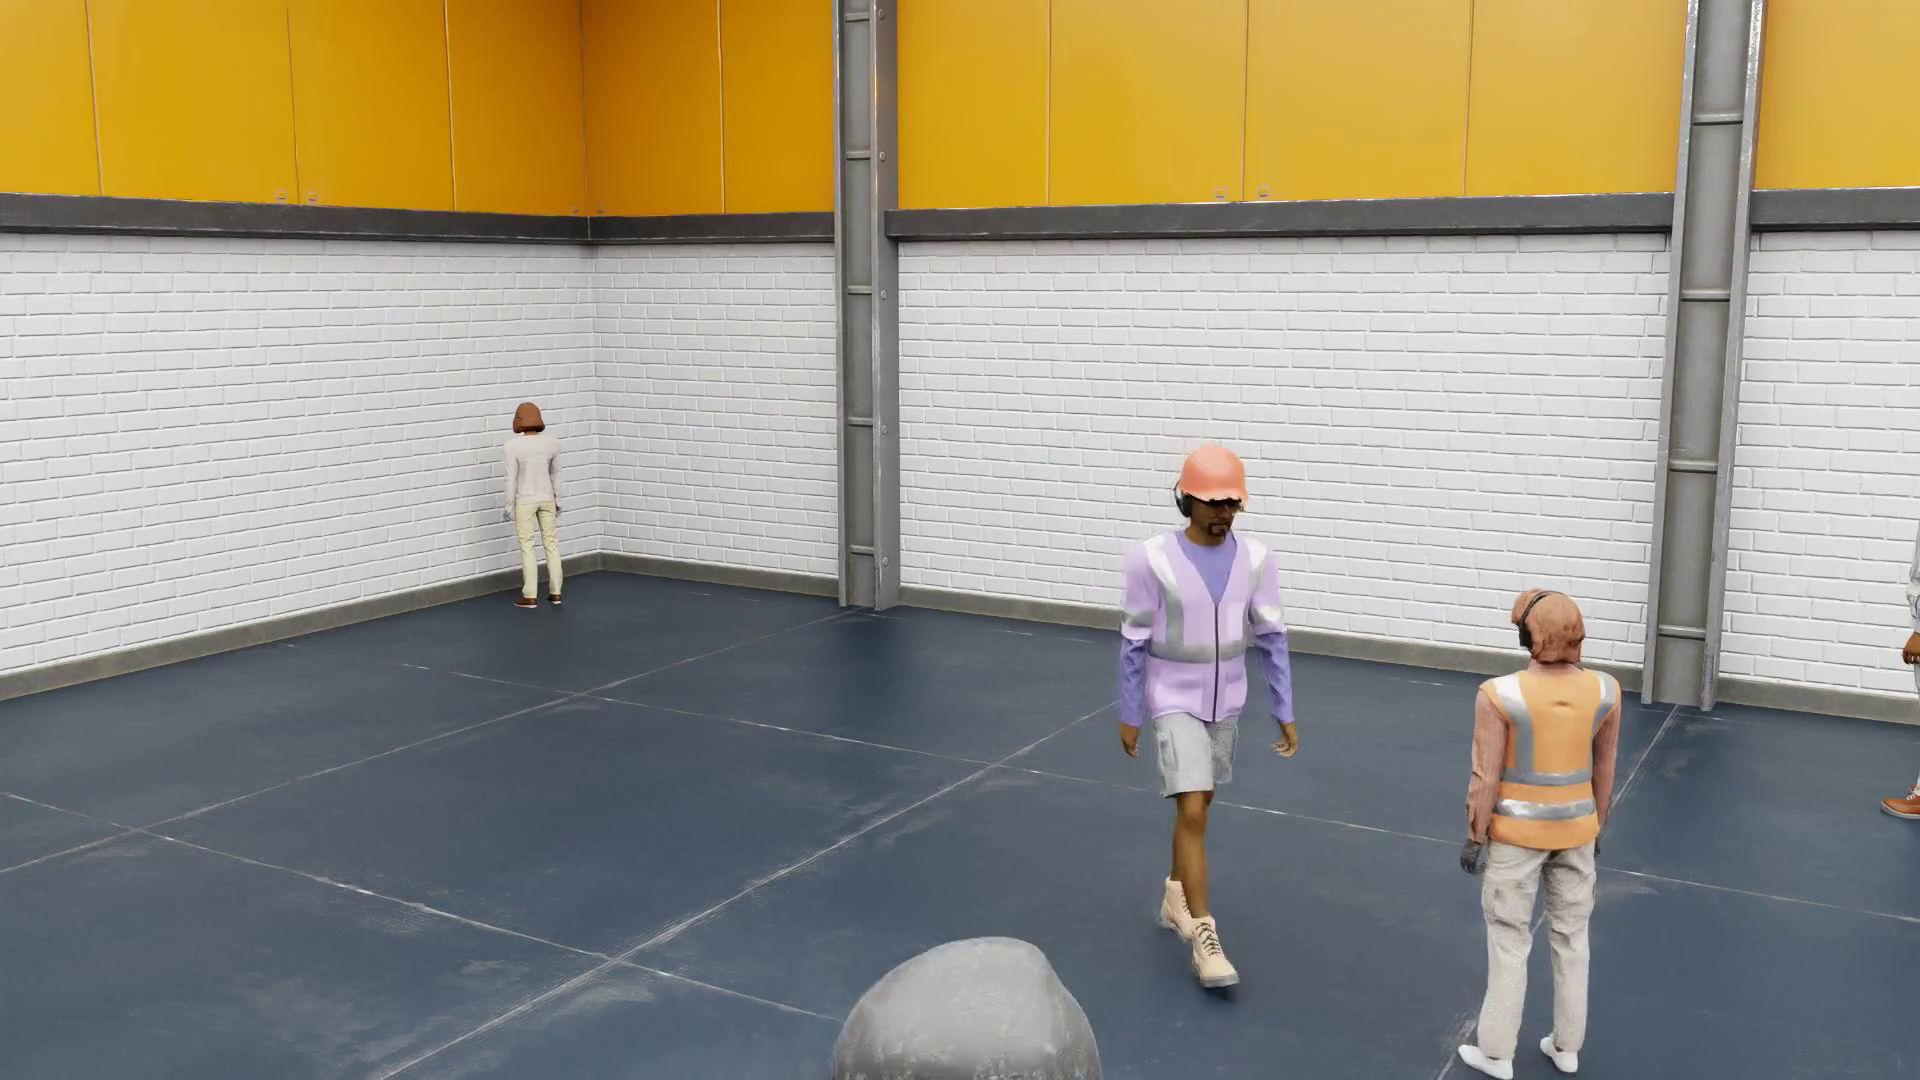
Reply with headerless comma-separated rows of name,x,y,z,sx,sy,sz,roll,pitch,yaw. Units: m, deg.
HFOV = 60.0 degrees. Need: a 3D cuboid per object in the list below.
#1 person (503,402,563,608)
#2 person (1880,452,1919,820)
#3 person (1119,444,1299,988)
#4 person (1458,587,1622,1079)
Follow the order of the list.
person,-3.397,-0.280,13.235,0.507,1.631,0.276,-8,12,-42
person,4.775,0.395,8.039,0.604,1.949,0.389,-7,11,-35
person,0.973,0.649,6.278,0.636,2.003,0.915,-3,10,-20
person,1.892,0.969,5.426,0.519,1.639,0.307,-2,9,-11
